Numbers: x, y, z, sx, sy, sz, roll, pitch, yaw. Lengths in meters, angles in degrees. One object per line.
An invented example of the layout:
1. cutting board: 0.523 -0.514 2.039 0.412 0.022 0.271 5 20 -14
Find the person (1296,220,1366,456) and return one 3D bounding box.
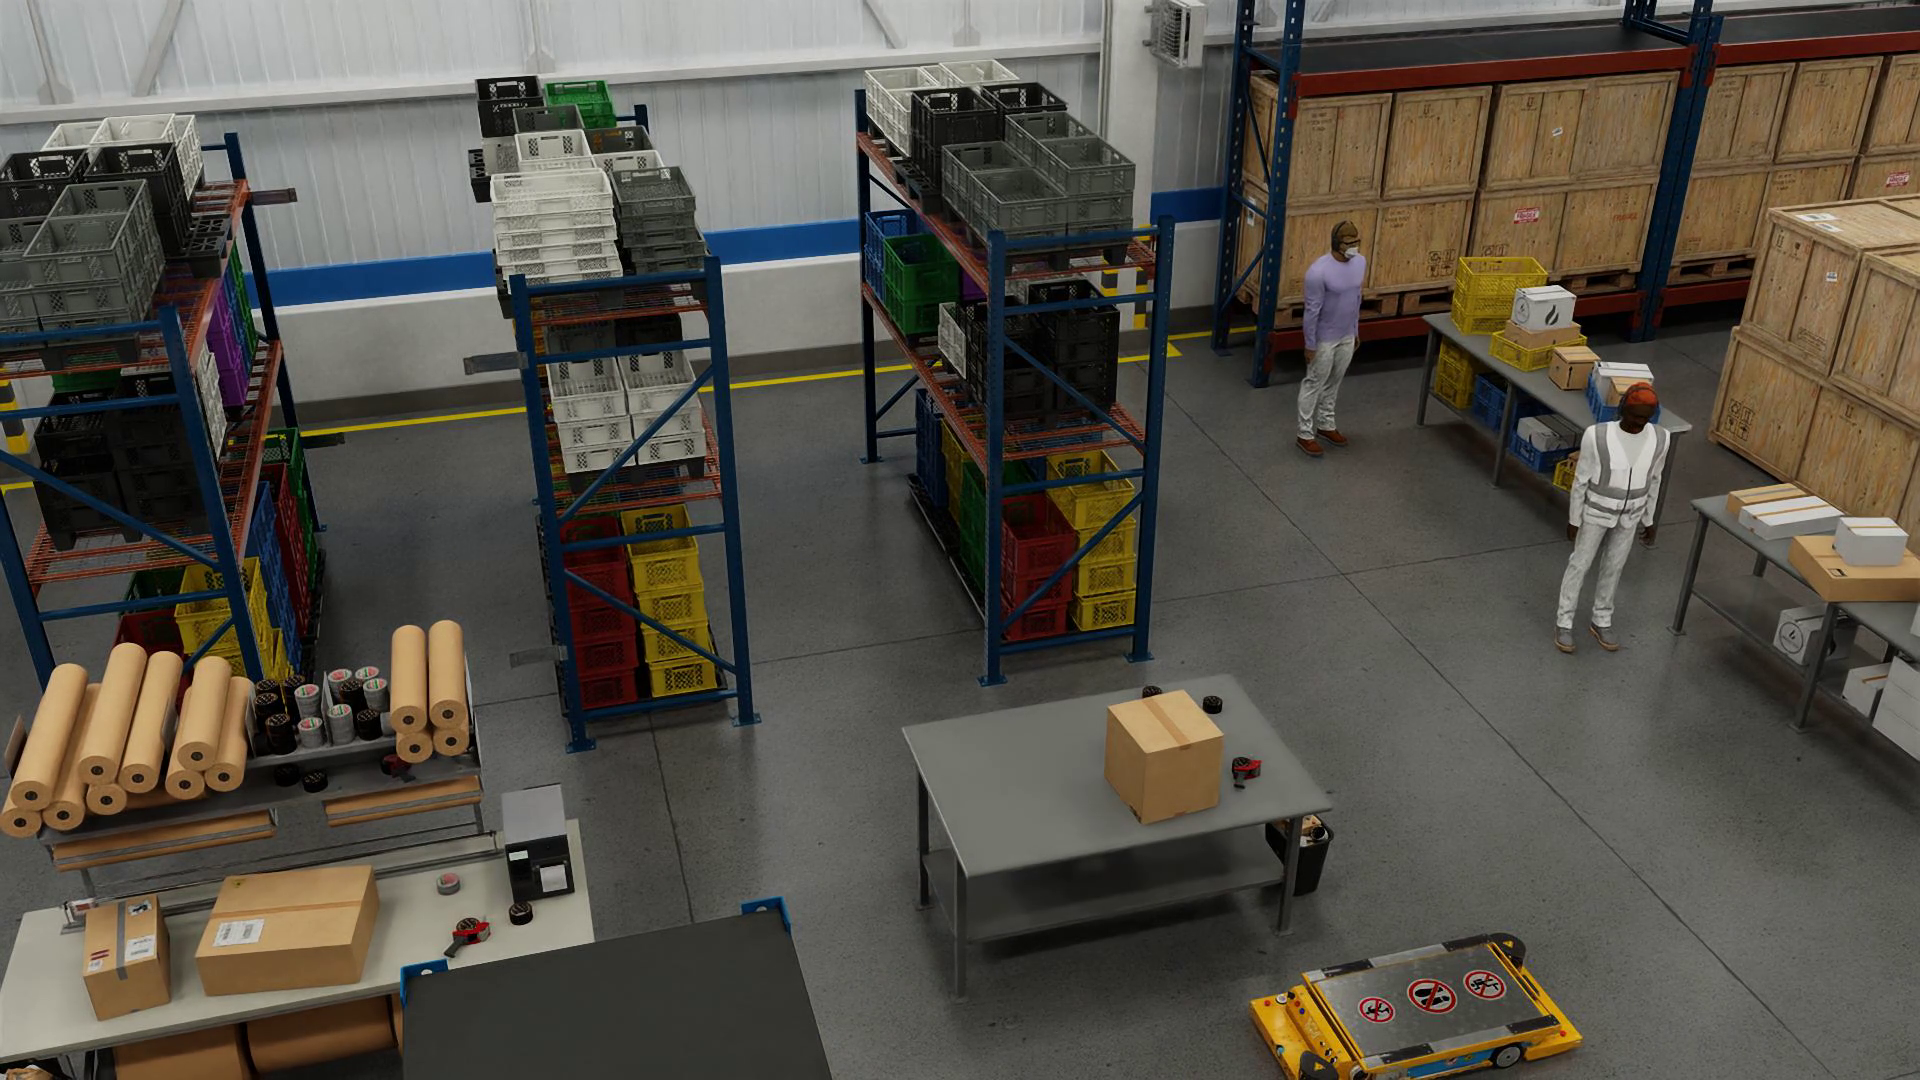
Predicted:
1. person: 2.994 -1.633 13.386 0.635 1.939 0.361 -20 35 -32

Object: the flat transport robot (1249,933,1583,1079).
1. flat transport robot: 2.184 2.282 7.980 1.431 0.197 0.652 -8 30 -14

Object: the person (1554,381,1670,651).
1. person: 4.206 -0.148 10.737 0.573 1.887 0.355 -1 29 -2
